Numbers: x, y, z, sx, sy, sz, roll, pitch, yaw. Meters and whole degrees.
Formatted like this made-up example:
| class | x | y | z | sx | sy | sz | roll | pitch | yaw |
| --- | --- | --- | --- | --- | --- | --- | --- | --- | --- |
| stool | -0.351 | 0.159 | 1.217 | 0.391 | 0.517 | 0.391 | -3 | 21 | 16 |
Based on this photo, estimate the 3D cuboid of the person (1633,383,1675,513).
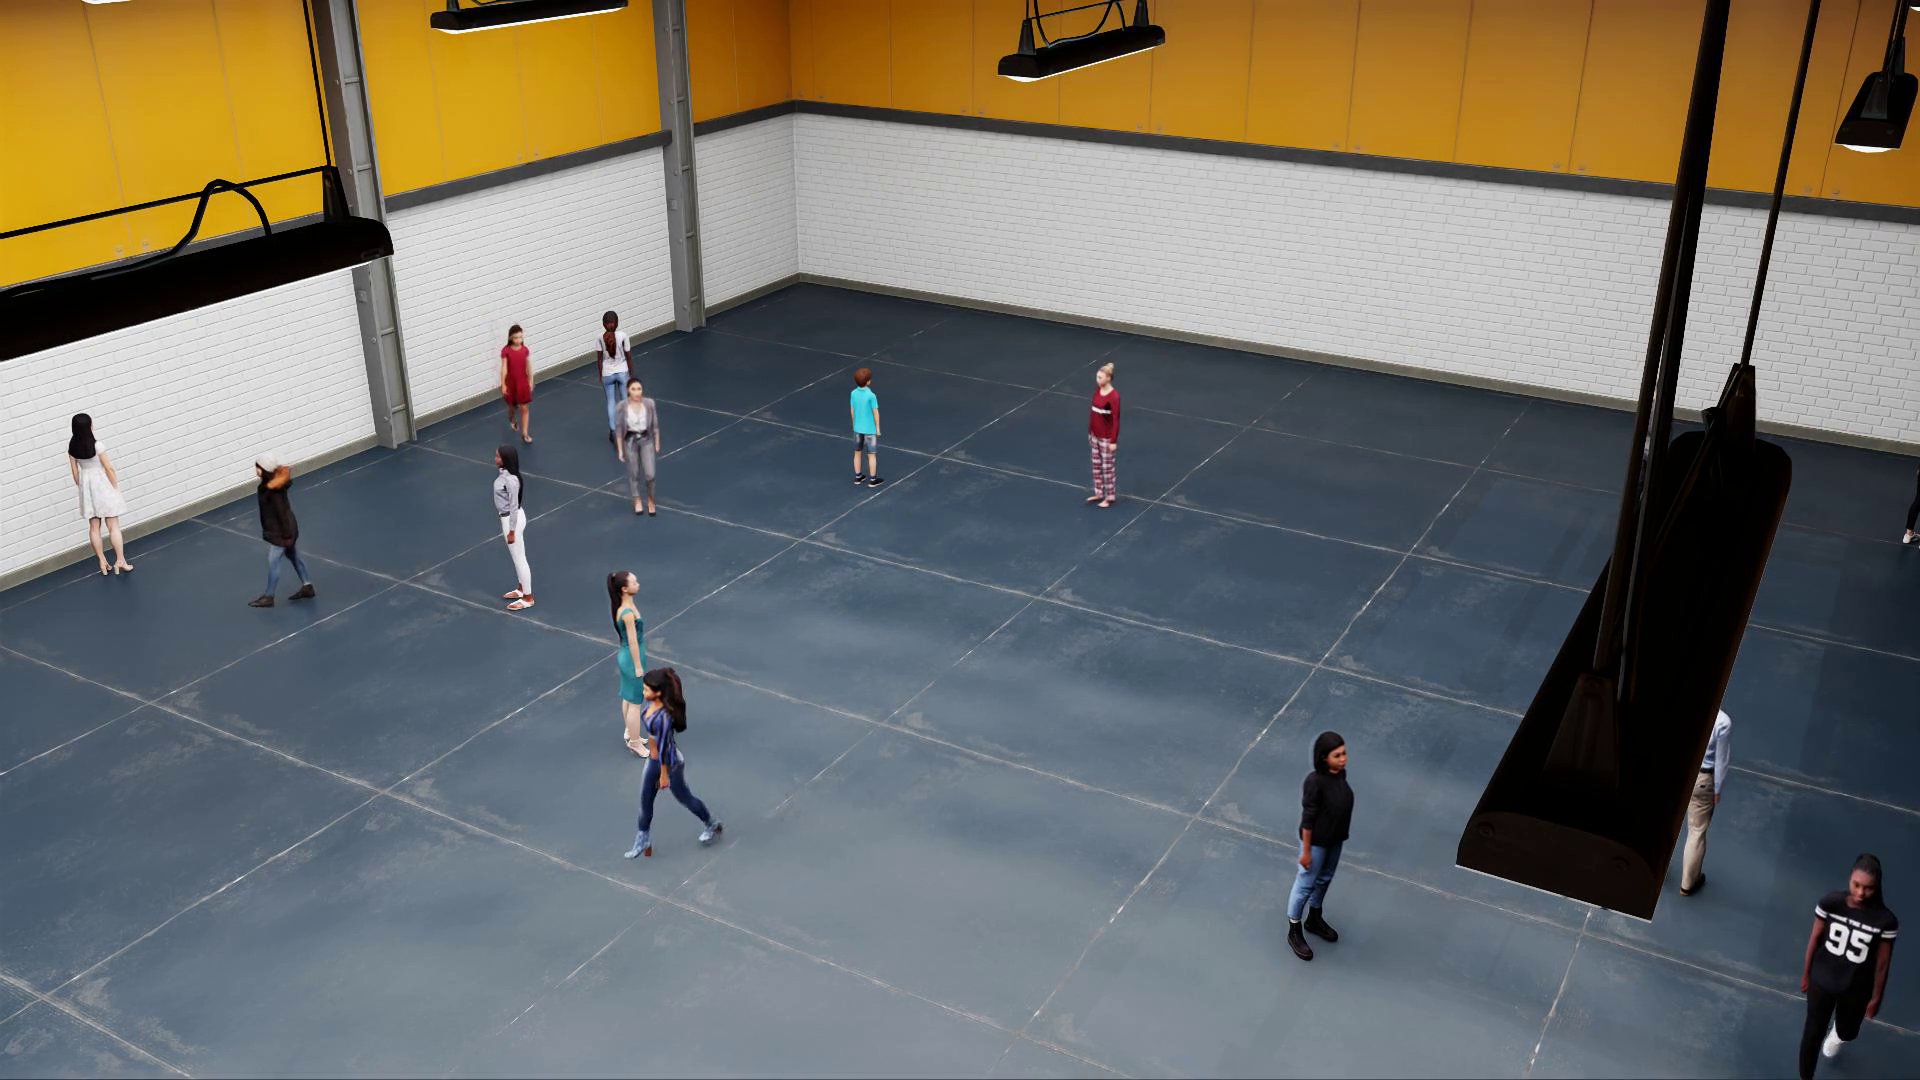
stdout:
| class | x | y | z | sx | sy | sz | roll | pitch | yaw |
| --- | --- | --- | --- | --- | --- | --- | --- | --- | --- |
| person | 7.699 | -0.958 | 18.476 | 0.731 | 1.760 | 0.692 | -8 | 25 | -18 |

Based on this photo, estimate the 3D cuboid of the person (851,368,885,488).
| class | x | y | z | sx | sy | sz | roll | pitch | yaw |
| --- | --- | --- | --- | --- | --- | --- | --- | --- | --- |
| person | -1.129 | -1.349 | 19.759 | 0.515 | 1.449 | 0.477 | 12 | 26 | 26 |

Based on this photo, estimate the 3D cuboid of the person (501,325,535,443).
| class | x | y | z | sx | sy | sz | roll | pitch | yaw |
| --- | --- | --- | --- | --- | --- | --- | --- | --- | --- |
| person | -5.657 | -2.017 | 21.188 | 0.846 | 1.529 | 0.857 | -12 | 26 | -26 |

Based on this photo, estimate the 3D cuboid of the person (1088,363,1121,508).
| class | x | y | z | sx | sy | sz | roll | pitch | yaw |
| --- | --- | --- | --- | --- | --- | --- | --- | --- | --- |
| person | 1.661 | -1.213 | 19.131 | 0.675 | 1.703 | 0.692 | -14 | 27 | -28 |

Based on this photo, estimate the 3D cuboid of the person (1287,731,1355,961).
| class | x | y | z | sx | sy | sz | roll | pitch | yaw |
| --- | --- | --- | --- | --- | --- | --- | --- | --- | --- |
| person | 2.514 | 2.090 | 11.577 | 0.577 | 1.701 | 0.701 | -19 | 30 | -37 |

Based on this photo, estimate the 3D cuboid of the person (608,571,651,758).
| class | x | y | z | sx | sy | sz | roll | pitch | yaw |
| --- | --- | --- | --- | --- | --- | --- | --- | --- | --- |
| person | -2.764 | 1.028 | 14.024 | 0.667 | 1.686 | 0.620 | -8 | 25 | -17 |

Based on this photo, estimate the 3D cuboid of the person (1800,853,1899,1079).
| class | x | y | z | sx | sy | sz | roll | pitch | yaw |
| --- | --- | --- | --- | --- | --- | --- | --- | --- | --- |
| person | 5.425 | 2.687 | 10.207 | 0.686 | 1.705 | 1.074 | 16 | 28 | 33 |

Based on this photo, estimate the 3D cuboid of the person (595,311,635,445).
| class | x | y | z | sx | sy | sz | roll | pitch | yaw |
| --- | --- | --- | --- | --- | --- | --- | --- | --- | --- |
| person | -4.362 | -2.076 | 21.084 | 0.670 | 1.719 | 0.702 | -3 | 24 | -6 |

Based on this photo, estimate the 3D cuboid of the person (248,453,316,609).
| class | x | y | z | sx | sy | sz | roll | pitch | yaw |
| --- | --- | --- | --- | --- | --- | --- | --- | --- | --- |
| person | -6.752 | -0.115 | 16.732 | 0.999 | 1.613 | 0.898 | -11 | 26 | -24 |

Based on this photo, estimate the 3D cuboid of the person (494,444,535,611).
| class | x | y | z | sx | sy | sz | roll | pitch | yaw |
| --- | --- | --- | --- | --- | --- | --- | --- | --- | --- |
| person | -4.484 | -0.155 | 16.684 | 0.712 | 1.725 | 0.671 | -9 | 25 | -19 |

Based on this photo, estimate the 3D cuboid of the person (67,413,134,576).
| class | x | y | z | sx | sy | sz | roll | pitch | yaw |
| --- | --- | --- | --- | --- | --- | --- | --- | --- | --- |
| person | -9.001 | -0.483 | 17.371 | 0.763 | 1.774 | 0.790 | 1 | 24 | 1 |

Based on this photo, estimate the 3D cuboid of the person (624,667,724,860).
| class | x | y | z | sx | sy | sz | roll | pitch | yaw |
| --- | --- | --- | --- | --- | --- | --- | --- | --- | --- |
| person | -2.157 | 1.697 | 12.623 | 1.116 | 1.583 | 0.962 | -11 | 26 | -24 |

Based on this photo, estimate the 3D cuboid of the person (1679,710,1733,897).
| class | x | y | z | sx | sy | sz | roll | pitch | yaw |
| --- | --- | --- | --- | --- | --- | --- | --- | --- | --- |
| person | 5.338 | 1.747 | 12.178 | 0.660 | 1.848 | 0.627 | 16 | 28 | 32 |

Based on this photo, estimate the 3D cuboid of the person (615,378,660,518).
| class | x | y | z | sx | sy | sz | roll | pitch | yaw |
| --- | --- | --- | --- | --- | --- | --- | --- | --- | --- |
| person | -3.668 | -1.077 | 18.874 | 0.767 | 1.659 | 0.826 | -5 | 24 | -12 |
